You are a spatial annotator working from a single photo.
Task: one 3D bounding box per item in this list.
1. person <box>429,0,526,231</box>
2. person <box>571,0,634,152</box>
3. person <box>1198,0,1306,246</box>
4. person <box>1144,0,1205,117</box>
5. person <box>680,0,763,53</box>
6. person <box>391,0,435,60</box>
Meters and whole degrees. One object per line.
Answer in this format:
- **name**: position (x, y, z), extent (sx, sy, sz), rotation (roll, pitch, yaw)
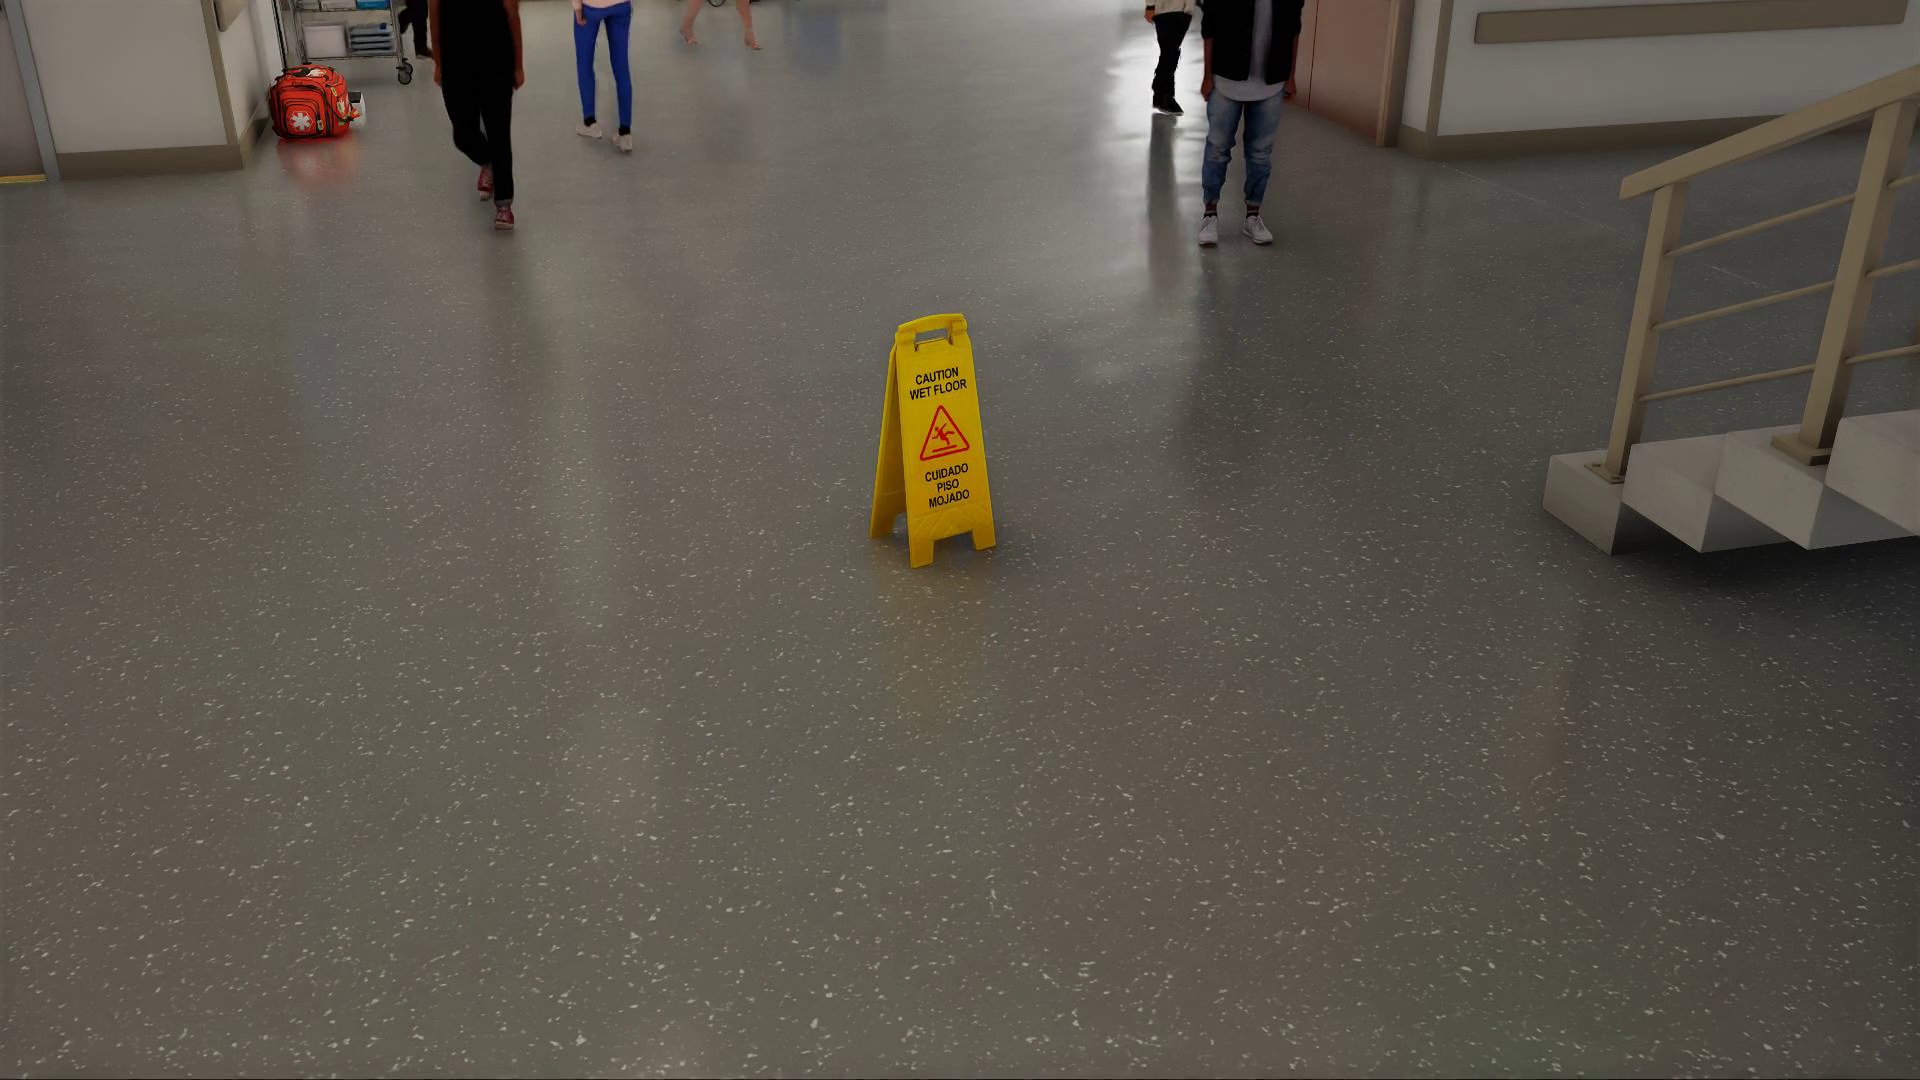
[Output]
- **person**: position (-2.576, -2.569, 8.911), extent (0.737, 1.742, 0.966), rotation (-2, 26, -5)
- **person**: position (-2.218, -3.340, 10.507), extent (0.779, 1.743, 0.942), rotation (-14, 29, -27)
- **person**: position (1.488, -2.452, 8.585), extent (0.743, 1.814, 0.680), rotation (-1, 26, -2)
- **person**: position (1.442, -3.724, 11.659), extent (0.727, 1.434, 0.769), rotation (-18, 31, -33)
- **person**: position (-2.076, -4.901, 13.859), extent (1.130, 1.645, 1.033), rotation (14, 29, 26)
- **person**: position (-4.568, -4.666, 13.602), extent (0.780, 1.444, 0.729), rotation (5, 26, 10)
